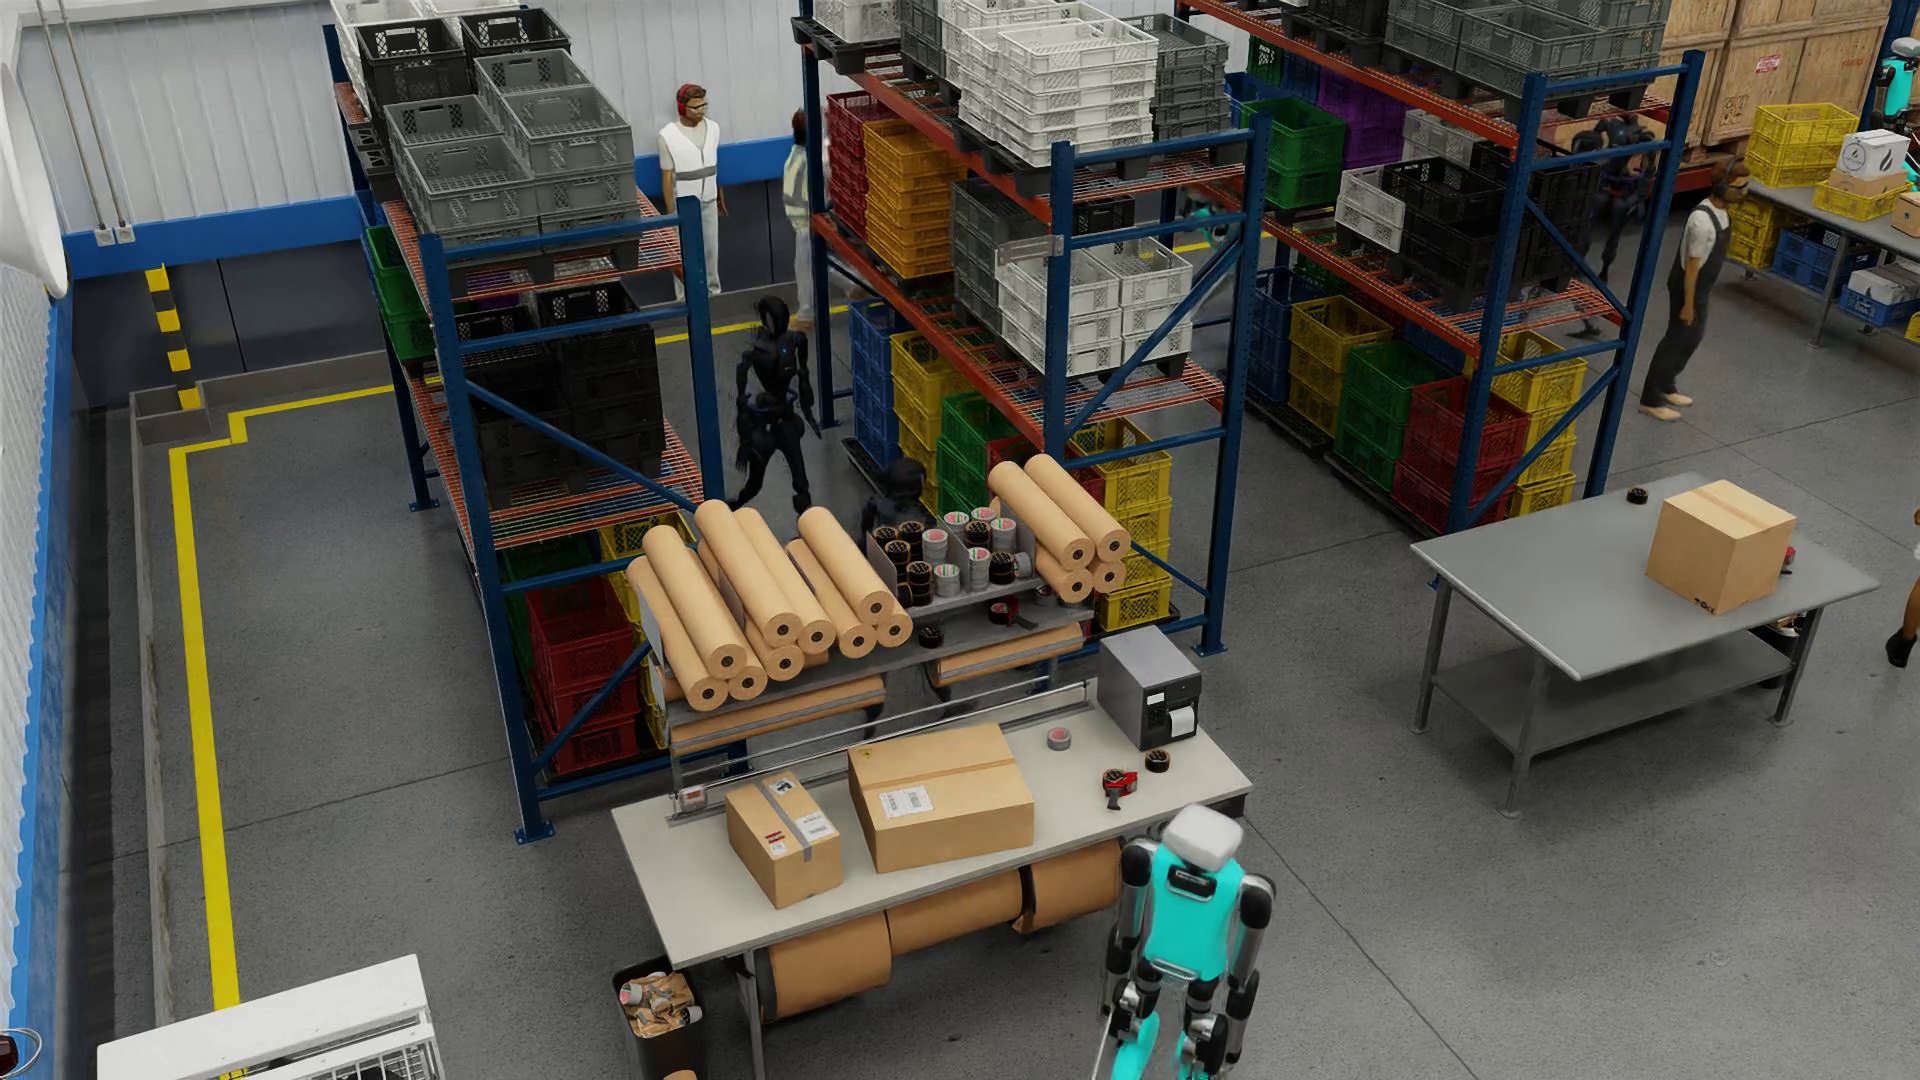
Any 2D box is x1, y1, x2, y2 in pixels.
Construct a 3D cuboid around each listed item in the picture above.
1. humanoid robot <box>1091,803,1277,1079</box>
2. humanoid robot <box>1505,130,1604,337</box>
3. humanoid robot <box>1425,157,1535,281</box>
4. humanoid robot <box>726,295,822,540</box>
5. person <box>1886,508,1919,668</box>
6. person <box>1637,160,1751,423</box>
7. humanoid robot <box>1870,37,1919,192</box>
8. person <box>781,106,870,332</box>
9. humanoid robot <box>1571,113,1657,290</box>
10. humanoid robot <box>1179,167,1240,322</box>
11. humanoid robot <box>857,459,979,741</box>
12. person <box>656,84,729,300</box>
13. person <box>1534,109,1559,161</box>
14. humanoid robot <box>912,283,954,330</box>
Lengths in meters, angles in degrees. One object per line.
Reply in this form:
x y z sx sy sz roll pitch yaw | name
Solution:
0.670 1.825 5.701 0.543 1.868 0.769 14 34 22 | humanoid robot
4.492 -2.247 12.324 0.774 1.623 0.589 13 34 20 | humanoid robot
3.618 -2.062 11.964 0.538 1.726 1.019 -14 34 -21 | humanoid robot
-1.131 -0.711 9.832 0.769 1.630 0.613 26 40 35 | humanoid robot
5.277 -0.160 8.640 0.545 1.937 0.377 19 36 28 | person
4.937 -1.668 11.189 0.338 1.834 0.507 22 38 32 | person
7.809 -3.241 13.706 0.533 1.677 0.735 -24 39 -33 | humanoid robot
-1.035 -2.369 12.348 0.631 1.807 0.652 -5 32 -7 | person
5.181 -2.752 13.112 0.595 1.641 0.393 26 40 36 | humanoid robot
2.078 -2.493 12.632 0.964 1.773 0.531 -17 35 -25 | humanoid robot
-0.265 0.294 8.171 0.612 1.638 0.692 26 40 35 | humanoid robot
-2.019 -2.558 12.633 0.390 1.836 0.562 26 40 36 | person
4.655 -3.024 13.465 0.353 1.757 0.536 17 36 26 | person
-0.214 -1.983 11.885 0.535 1.656 0.611 -16 35 -24 | humanoid robot
